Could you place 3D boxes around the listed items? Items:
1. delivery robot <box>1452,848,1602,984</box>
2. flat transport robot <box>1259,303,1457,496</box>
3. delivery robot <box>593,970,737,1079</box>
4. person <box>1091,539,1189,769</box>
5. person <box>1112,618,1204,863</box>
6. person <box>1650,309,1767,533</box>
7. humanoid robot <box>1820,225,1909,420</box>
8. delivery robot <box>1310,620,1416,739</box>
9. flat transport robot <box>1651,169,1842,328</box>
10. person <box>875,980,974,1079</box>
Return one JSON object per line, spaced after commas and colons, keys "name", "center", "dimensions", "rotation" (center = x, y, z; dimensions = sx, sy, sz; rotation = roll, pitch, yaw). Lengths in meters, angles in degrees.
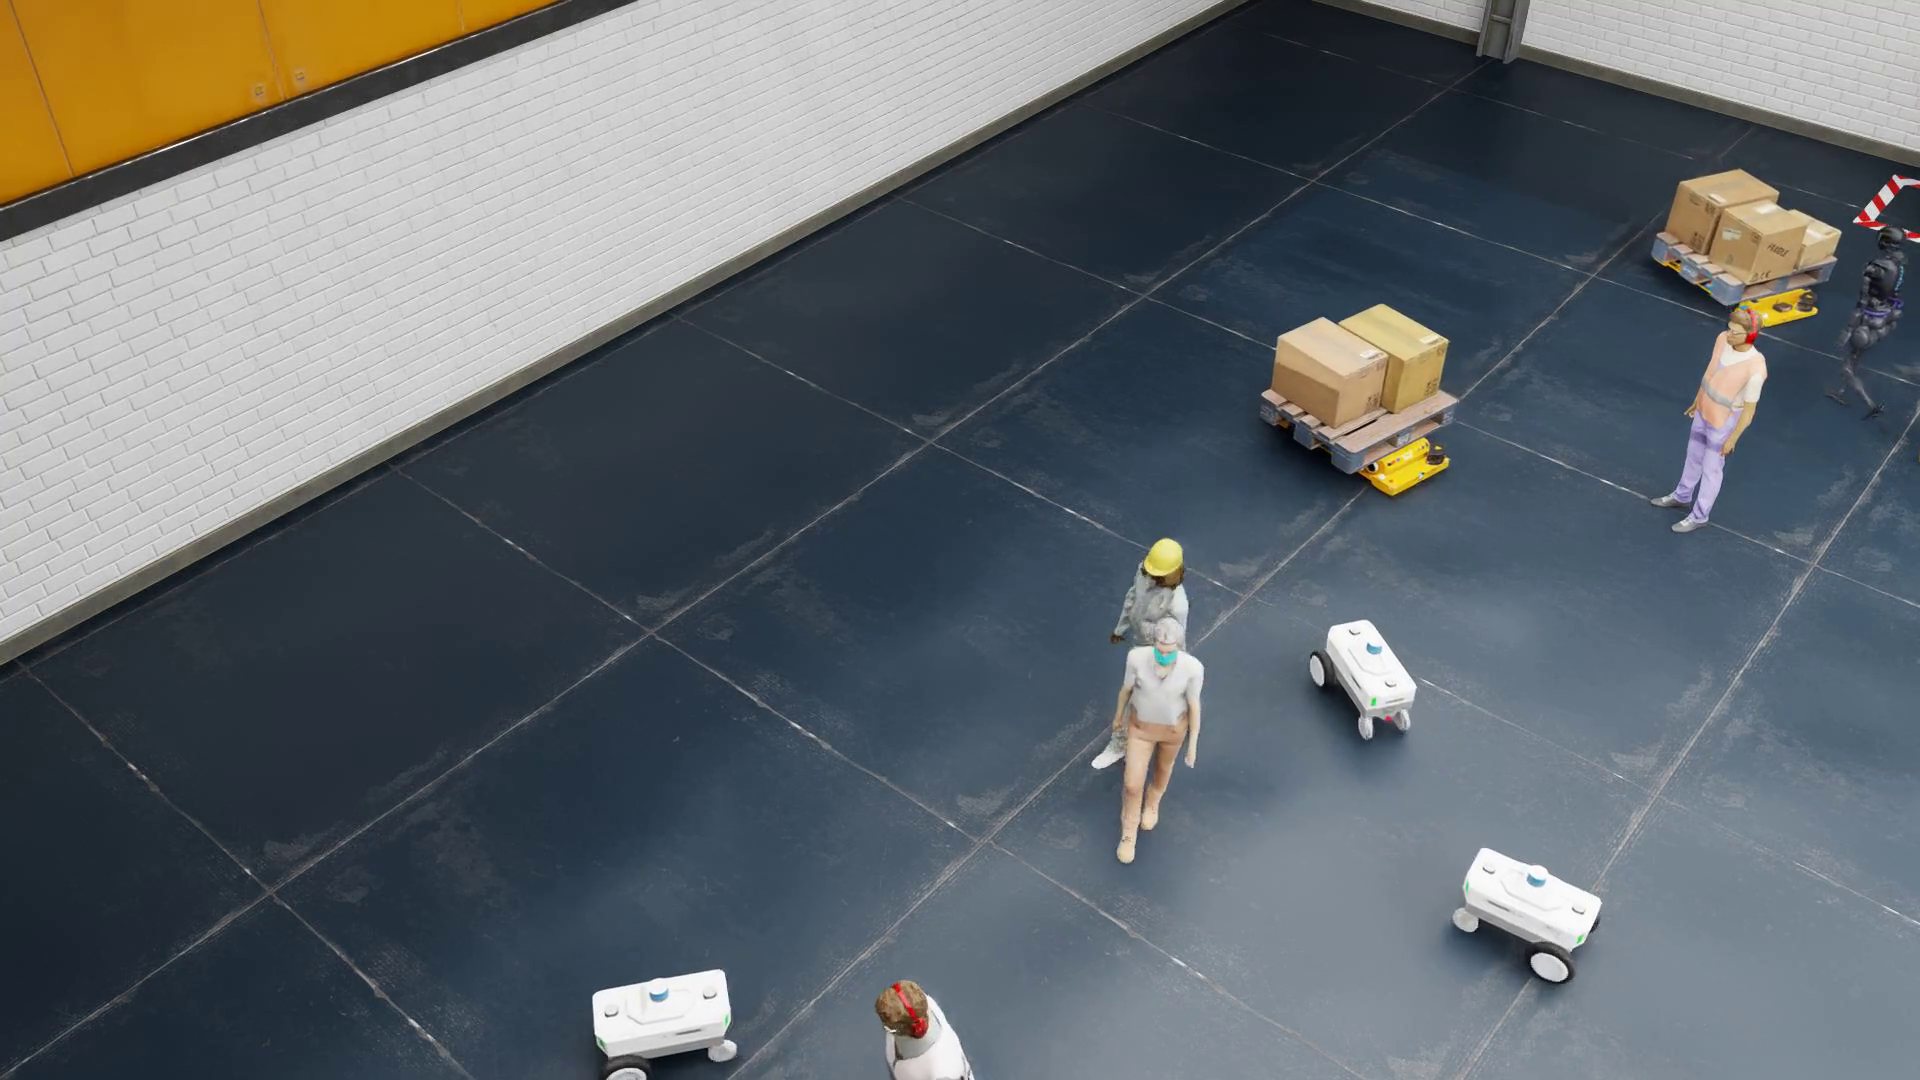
{"name": "delivery robot", "center": [3.251, 2.099, 9.462], "dimensions": [0.796, 0.606, 0.499], "rotation": [23, 44, 26]}
{"name": "flat transport robot", "center": [3.168, -0.875, 13.372], "dimensions": [0.659, 0.231, 1.431], "rotation": [-25, 45, -27]}
{"name": "delivery robot", "center": [-1.583, 2.554, 8.869], "dimensions": [0.750, 0.570, 0.499], "rotation": [-8, 40, -10]}
{"name": "person", "center": [1.209, 0.639, 10.348], "dimensions": [0.822, 1.696, 0.478], "rotation": [-14, 41, -16]}
{"name": "person", "center": [1.126, 1.165, 9.681], "dimensions": [0.512, 1.719, 0.724], "rotation": [7, 39, 8]}
{"name": "person", "center": [5.526, -0.878, 12.121], "dimensions": [0.376, 1.841, 0.571], "rotation": [-5, 39, -6]}
{"name": "humanoid robot", "center": [7.390, -1.730, 13.322], "dimensions": [0.610, 1.622, 0.550], "rotation": [-22, 44, -25]}
{"name": "delivery robot", "center": [2.686, 0.872, 10.974], "dimensions": [0.499, 0.591, 0.768], "rotation": [-10, 40, -12]}
{"name": "flat transport robot", "center": [7.112, -2.414, 15.283], "dimensions": [0.659, 0.231, 1.431], "rotation": [-14, 41, -17]}
{"name": "person", "center": [-0.126, 2.599, 7.847], "dimensions": [0.832, 1.797, 0.577], "rotation": [-22, 44, -25]}
